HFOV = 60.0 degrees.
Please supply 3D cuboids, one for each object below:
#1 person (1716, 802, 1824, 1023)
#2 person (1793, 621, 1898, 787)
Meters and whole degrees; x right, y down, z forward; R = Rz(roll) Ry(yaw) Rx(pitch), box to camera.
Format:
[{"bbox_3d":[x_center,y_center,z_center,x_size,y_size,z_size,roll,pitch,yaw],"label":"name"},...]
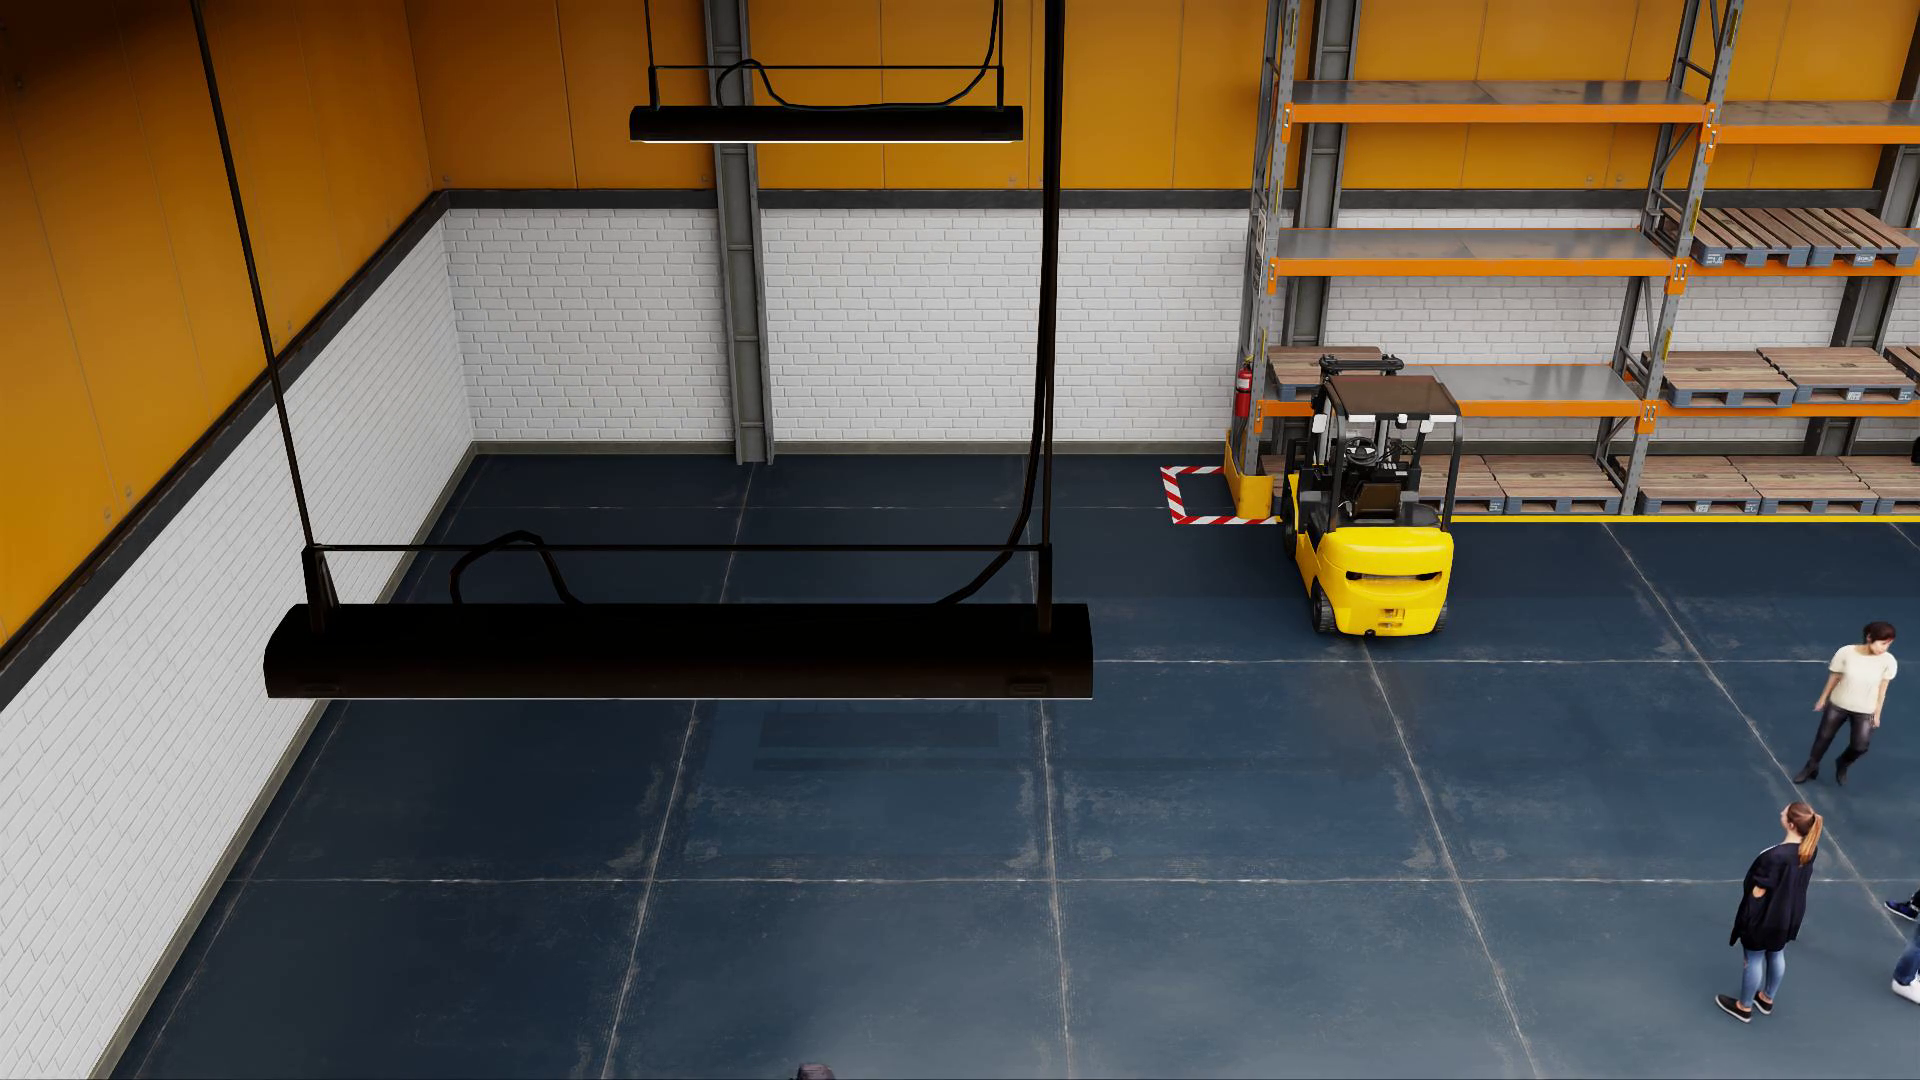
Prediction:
[{"bbox_3d":[5.300,2.415,10.808,0.638,1.682,0.770,-12,31,-21],"label":"person"},{"bbox_3d":[6.978,1.295,12.975,0.703,1.574,0.795,25,37,38],"label":"person"}]
